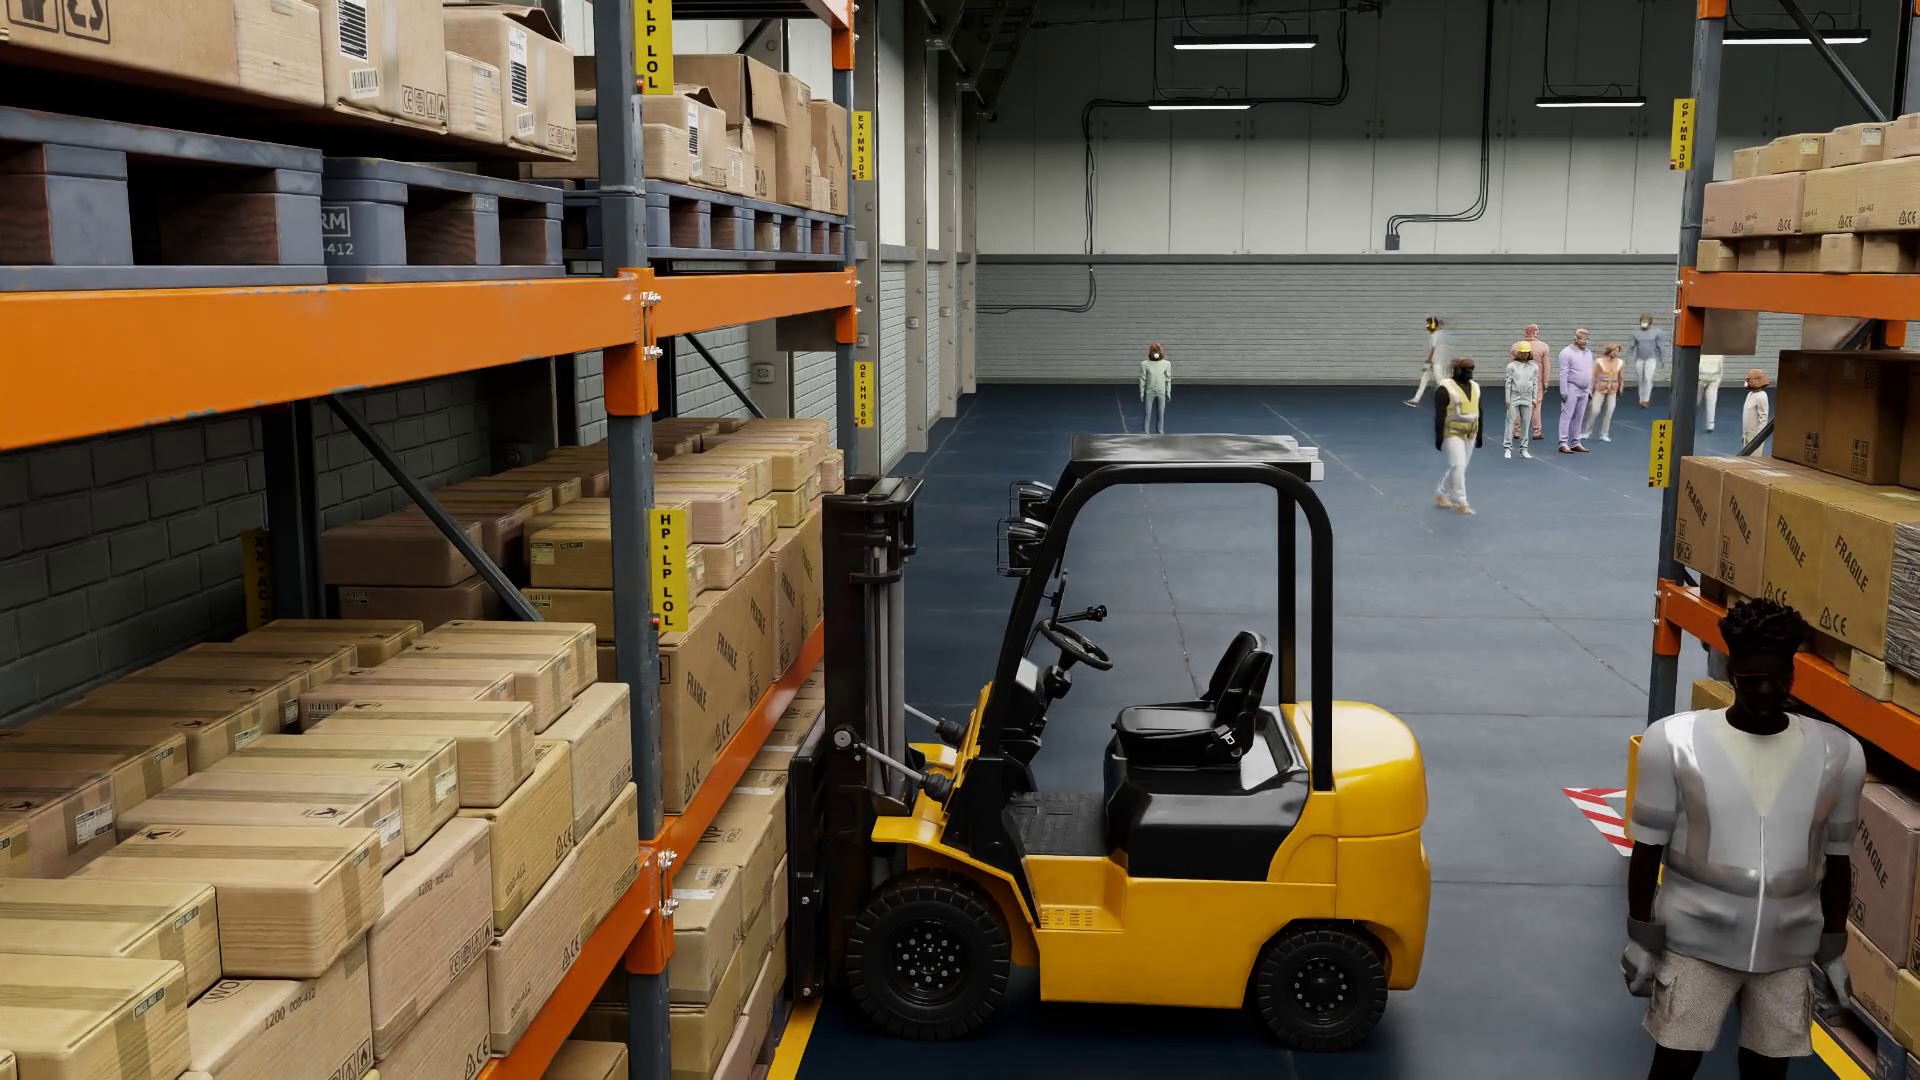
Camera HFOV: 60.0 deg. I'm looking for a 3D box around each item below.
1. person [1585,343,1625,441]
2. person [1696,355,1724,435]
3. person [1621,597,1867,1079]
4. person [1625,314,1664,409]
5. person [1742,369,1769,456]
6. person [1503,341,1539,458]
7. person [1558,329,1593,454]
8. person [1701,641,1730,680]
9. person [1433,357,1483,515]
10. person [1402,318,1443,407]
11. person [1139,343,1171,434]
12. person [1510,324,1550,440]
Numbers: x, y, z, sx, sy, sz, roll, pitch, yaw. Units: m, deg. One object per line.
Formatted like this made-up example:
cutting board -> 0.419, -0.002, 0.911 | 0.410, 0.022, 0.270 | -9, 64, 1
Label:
person -> 10.552, -2.414, 27.164 | 0.536, 1.611, 0.433 | 0, 9, 0
person -> 12.706, -2.710, 28.397 | 0.587, 1.808, 0.822 | 1, 9, 8
person -> 2.190, 1.119, 4.685 | 0.614, 1.963, 0.362 | 2, 10, 11
person -> 13.702, -3.567, 33.328 | 0.675, 1.886, 0.992 | 7, 12, 36
person -> 9.511, -1.235, 19.956 | 0.266, 1.631, 0.507 | 1, 9, 6
person -> 8.350, -2.078, 24.734 | 0.484, 1.744, 0.296 | 0, 9, -1
person -> 9.450, -2.278, 25.473 | 0.638, 1.903, 0.408 | -5, 11, -30
person -> 4.263, 0.534, 9.060 | 0.319, 1.692, 0.533 | -4, 10, -21
person -> 5.809, -1.224, 19.430 | 0.641, 1.822, 0.817 | -5, 11, -28
person -> 9.462, -3.549, 33.417 | 0.971, 1.818, 0.538 | 1, 9, 7
person -> 3.116, -2.325, 26.564 | 0.507, 1.631, 0.268 | 0, 9, -2
person -> 9.398, -2.603, 27.447 | 0.641, 1.901, 0.401 | 6, 11, 31
